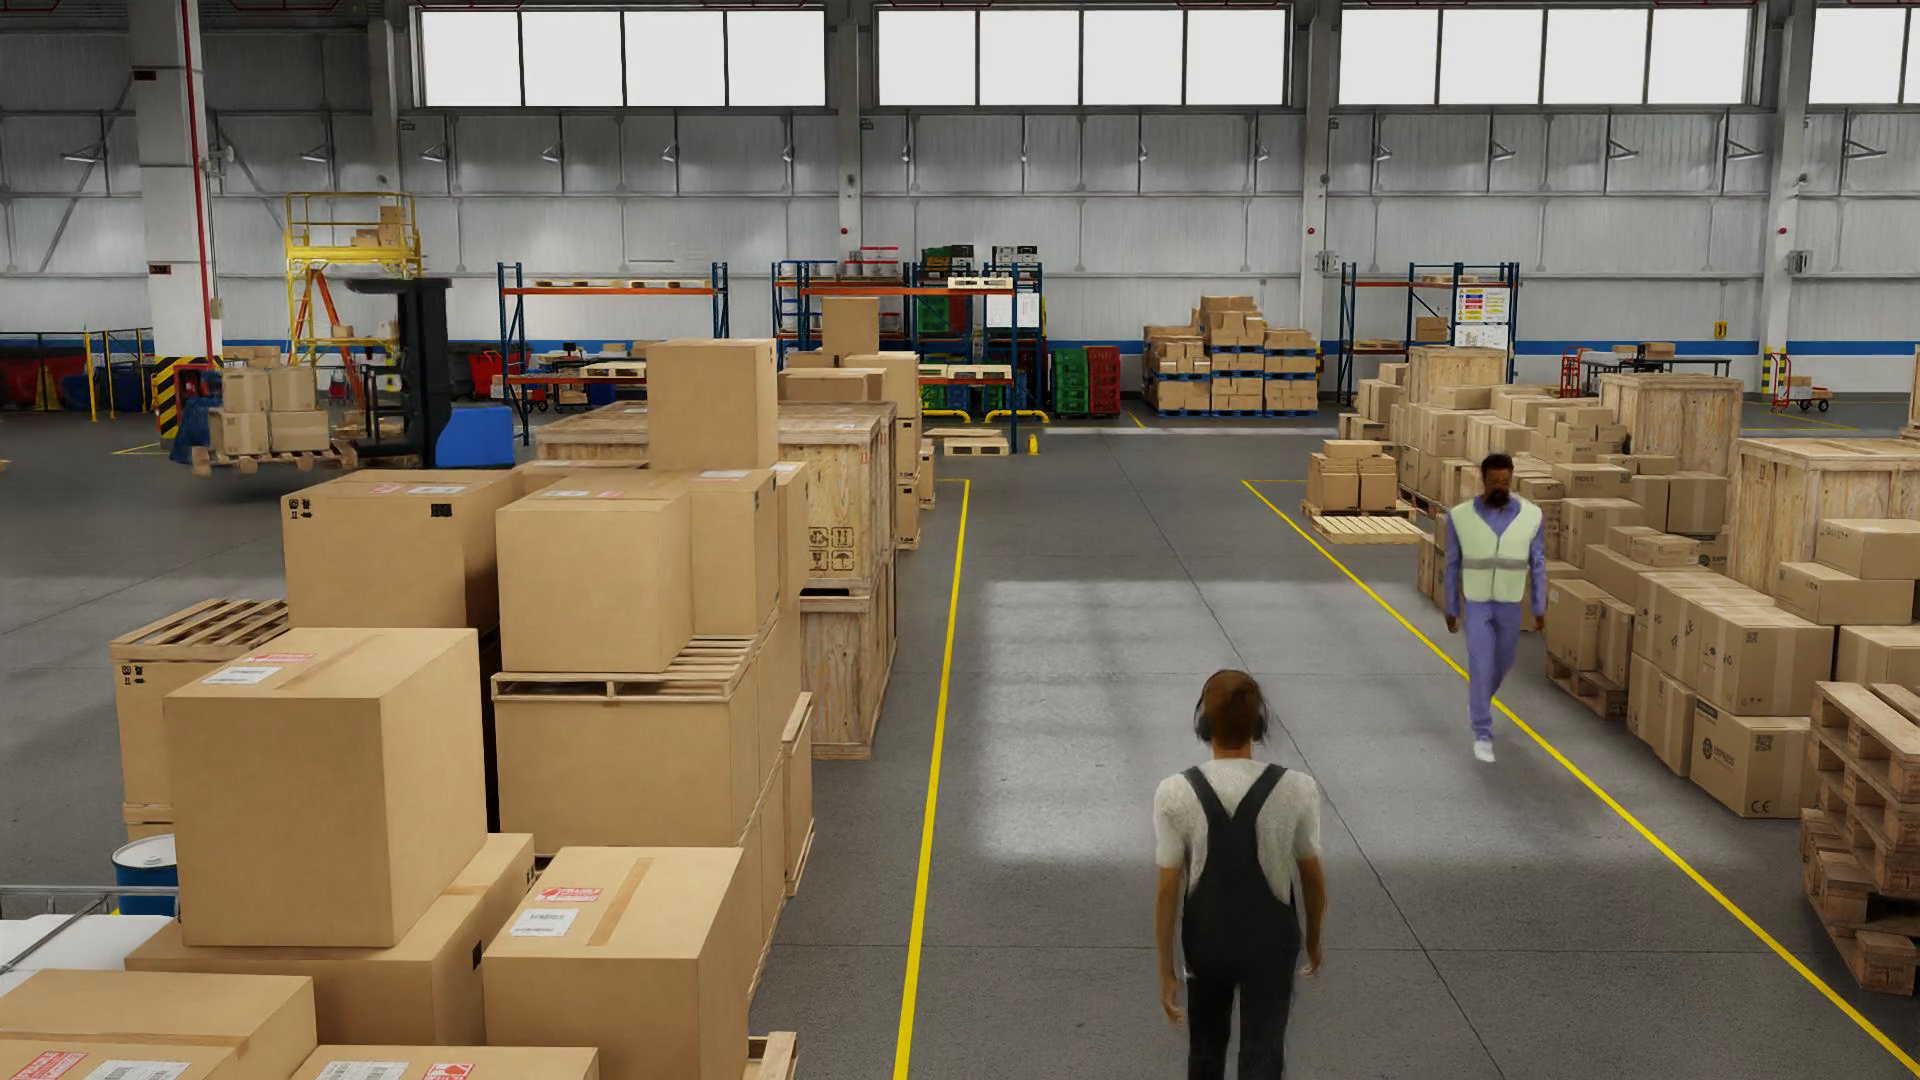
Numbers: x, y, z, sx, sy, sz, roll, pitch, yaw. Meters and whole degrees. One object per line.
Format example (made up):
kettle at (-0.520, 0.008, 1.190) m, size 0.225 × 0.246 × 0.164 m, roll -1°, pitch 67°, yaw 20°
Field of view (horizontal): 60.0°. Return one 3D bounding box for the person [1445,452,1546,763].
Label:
person at (3.328, 0.371, 10.408) m, size 0.602 × 1.891 × 0.881 m, roll 1°, pitch 10°, yaw 5°

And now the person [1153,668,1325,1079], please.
person at (0.867, 1.284, 5.207) m, size 0.522 × 1.804 × 0.934 m, roll 2°, pitch 10°, yaw 15°

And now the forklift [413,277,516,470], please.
forklift at (-7.090, -2.146, 22.490) m, size 1.873 × 2.768 × 1.129 m, roll -4°, pitch 10°, yaw -25°
